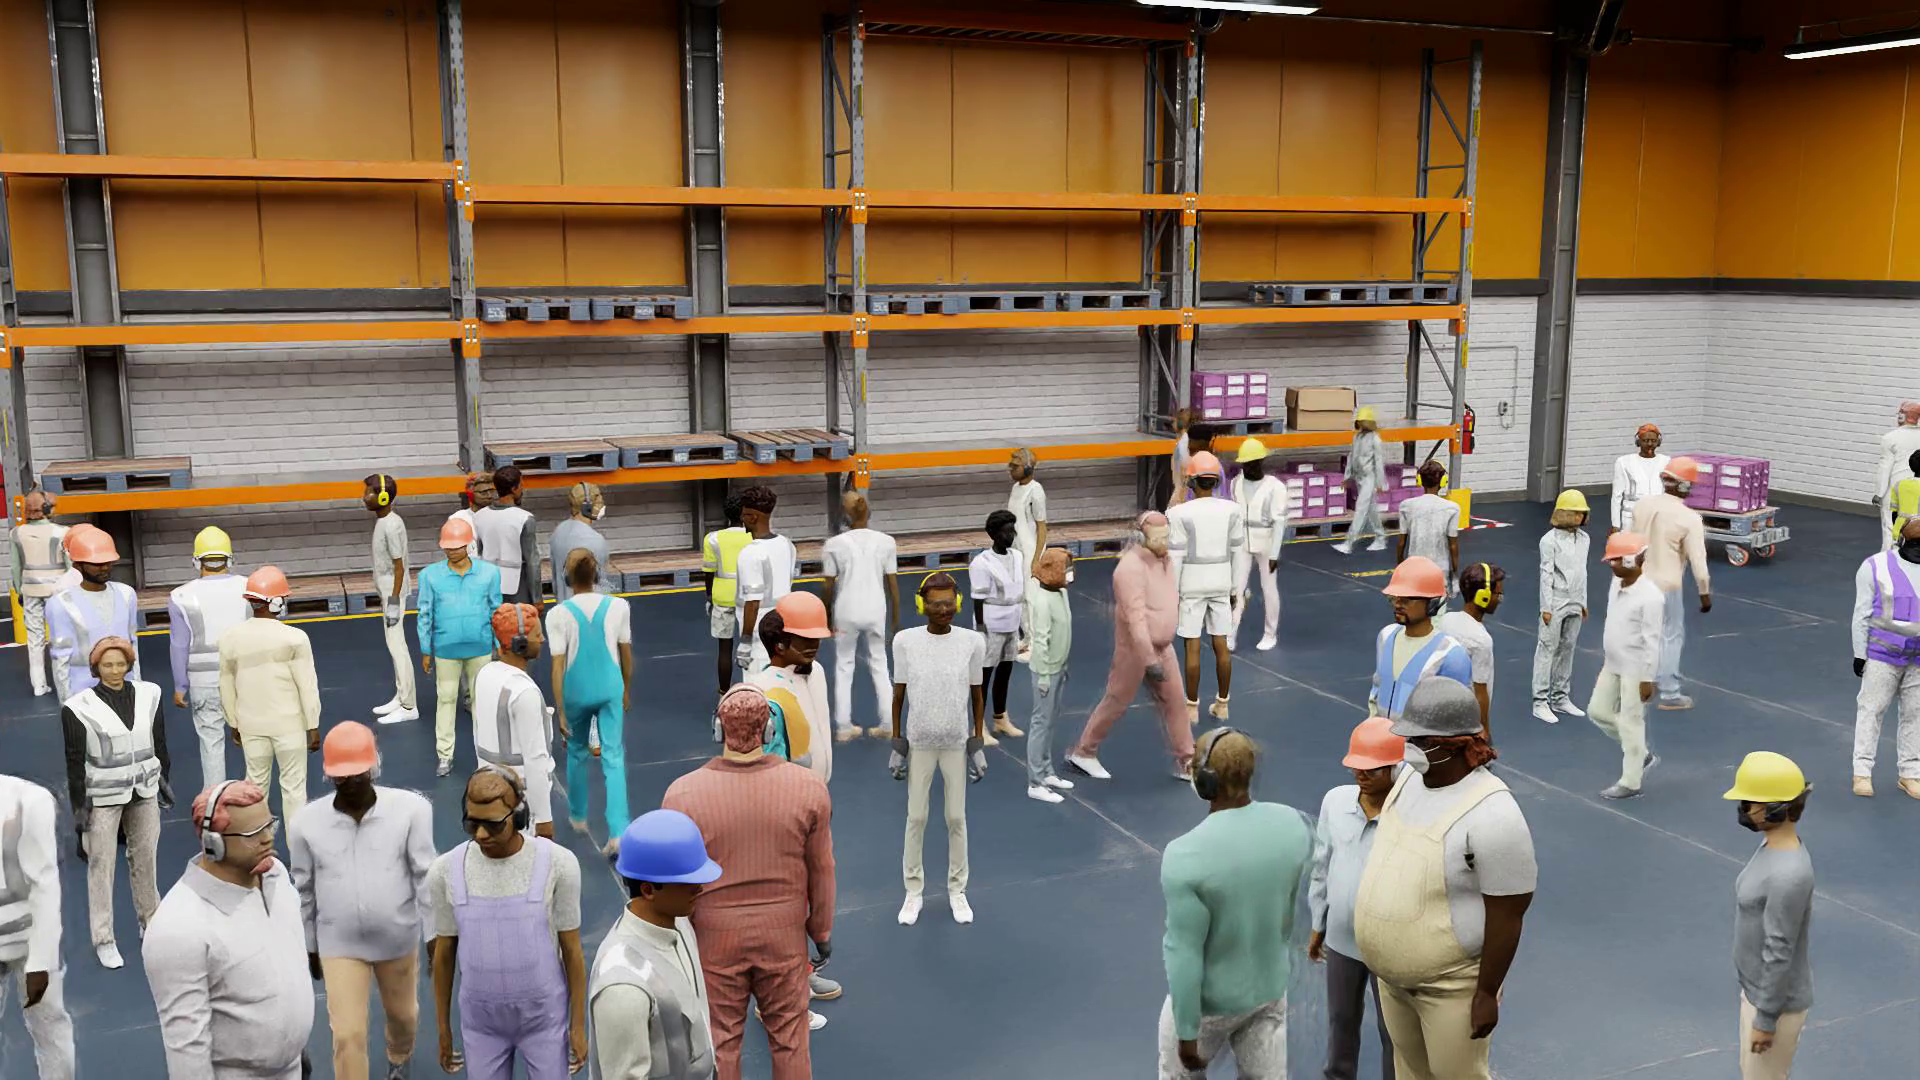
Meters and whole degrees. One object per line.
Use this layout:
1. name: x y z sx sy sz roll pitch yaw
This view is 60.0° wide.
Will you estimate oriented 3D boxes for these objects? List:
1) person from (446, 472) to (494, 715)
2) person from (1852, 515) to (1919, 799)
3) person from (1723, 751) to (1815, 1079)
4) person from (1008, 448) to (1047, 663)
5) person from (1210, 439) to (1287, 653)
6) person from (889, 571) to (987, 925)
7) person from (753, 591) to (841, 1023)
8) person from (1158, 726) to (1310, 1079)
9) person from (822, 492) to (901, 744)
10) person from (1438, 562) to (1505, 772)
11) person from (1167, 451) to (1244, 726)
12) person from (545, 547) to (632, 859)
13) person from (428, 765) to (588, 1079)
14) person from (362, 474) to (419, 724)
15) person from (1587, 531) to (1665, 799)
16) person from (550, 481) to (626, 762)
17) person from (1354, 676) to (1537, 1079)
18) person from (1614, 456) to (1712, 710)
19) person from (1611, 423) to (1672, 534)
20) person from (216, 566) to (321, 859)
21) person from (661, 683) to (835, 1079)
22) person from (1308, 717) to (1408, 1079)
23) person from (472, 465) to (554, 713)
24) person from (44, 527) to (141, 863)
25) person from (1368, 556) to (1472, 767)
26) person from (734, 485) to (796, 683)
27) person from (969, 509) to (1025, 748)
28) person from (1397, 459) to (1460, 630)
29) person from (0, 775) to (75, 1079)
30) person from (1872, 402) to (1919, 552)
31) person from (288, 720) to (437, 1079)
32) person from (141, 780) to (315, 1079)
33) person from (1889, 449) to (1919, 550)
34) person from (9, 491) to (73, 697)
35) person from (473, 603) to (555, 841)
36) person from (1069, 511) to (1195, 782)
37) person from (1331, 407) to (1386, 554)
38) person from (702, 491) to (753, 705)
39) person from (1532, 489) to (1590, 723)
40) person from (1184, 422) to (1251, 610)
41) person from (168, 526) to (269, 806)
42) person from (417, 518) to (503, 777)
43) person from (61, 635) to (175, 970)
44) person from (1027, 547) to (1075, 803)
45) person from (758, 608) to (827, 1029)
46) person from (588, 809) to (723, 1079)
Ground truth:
1. person: -3.647 0.396 12.686 0.389 1.847 0.563 6 12 31
2. person: 6.065 0.750 10.687 0.621 1.838 0.429 2 10 10
3. person: 2.858 1.615 5.942 0.339 1.755 0.531 4 11 21
4. person: 0.560 0.125 14.252 0.327 1.845 0.514 -4 11 -23
5. person: 2.524 0.070 14.454 0.601 1.883 0.902 9 13 41
6. person: -0.114 1.082 8.679 0.513 1.870 0.328 0 10 -3
7. person: -0.747 1.206 7.602 0.391 1.990 0.623 4 10 20
8. person: 0.953 1.571 5.775 0.640 1.900 0.937 -5 11 -28
9. person: -0.690 0.563 11.800 0.559 1.826 0.397 -3 10 -15
10. person: 2.746 1.031 9.017 0.337 1.858 0.524 -2 10 -10
11. person: 1.791 0.360 12.328 0.605 2.045 0.388 -3 10 -16
12. person: -2.143 0.938 9.727 0.510 1.806 0.966 -4 11 -21
13. person: -1.515 1.634 5.612 0.518 1.835 0.357 0 10 -2
14. person: -4.260 0.430 12.416 0.310 1.874 0.533 -4 11 -23
15. person: 4.273 0.806 10.671 0.394 1.721 0.604 -1 10 -4
16. person: -2.594 0.556 11.502 0.352 1.937 0.635 -8 13 -39
17. person: 1.666 1.473 5.926 0.535 2.000 0.687 -3 10 -17
18. person: 5.294 0.345 12.621 0.806 1.973 0.666 -4 11 -23
19. person: 6.503 -0.172 15.853 0.587 1.882 0.342 1 10 3
20. person: -3.871 1.013 9.401 0.572 1.750 0.331 2 10 9
21. person: -0.799 1.477 6.293 0.653 1.906 0.405 -2 10 -14
22. person: 1.581 1.531 6.412 0.562 1.753 0.327 9 13 43
23. person: -3.378 0.398 12.472 0.587 1.920 0.391 5 11 27
24. person: -4.955 0.882 9.628 0.375 1.939 0.546 5 11 27
25. person: 2.189 1.087 8.127 0.365 2.047 0.615 -5 11 -26
26. person: -1.320 0.608 11.125 0.361 1.964 0.618 4 11 21
27. person: 0.276 0.618 11.843 0.317 1.696 0.540 8 13 39
28. person: 3.753 0.282 13.323 0.509 1.860 0.334 6 12 31
29. person: -3.597 1.532 6.131 0.572 1.846 0.825 0 10 1
30. person: 10.108 -0.528 17.843 0.651 1.905 0.409 -1 10 -5
31. person: -2.333 1.521 6.571 0.560 1.719 0.806 -3 10 -17
32. person: -2.206 1.669 5.181 0.400 1.910 0.643 1 10 7
33. person: 8.871 -0.007 15.447 0.318 1.697 0.534 -3 10 -19
34. person: -7.184 0.432 13.092 0.514 1.636 0.315 0 10 -1
35. person: -2.078 1.221 7.826 0.337 1.882 0.585 -8 13 -38
36. person: 1.189 0.705 10.939 0.984 1.849 0.641 7 12 35
37. person: 4.663 -0.687 19.331 0.902 1.699 0.485 -4 11 -21
38. person: -1.688 0.469 12.701 0.542 1.695 0.316 0 10 -2
39. person: 4.531 0.486 12.466 0.487 1.746 0.289 -6 12 -32
40. person: 2.341 -0.131 15.473 0.717 1.942 0.606 0 10 2
41. person: -4.547 0.826 10.253 0.599 1.830 0.404 -8 13 -38
42. person: -3.334 0.709 11.160 0.572 1.747 0.338 -4 11 -23
43. person: -4.151 1.274 8.235 0.308 1.637 0.517 6 12 32
44. person: 0.592 0.848 10.700 0.280 1.632 0.501 3 10 19
45. person: -0.806 1.246 7.578 0.391 1.922 0.593 0 10 -2
46. person: -0.876 1.713 4.844 0.413 1.942 0.608 0 10 2
